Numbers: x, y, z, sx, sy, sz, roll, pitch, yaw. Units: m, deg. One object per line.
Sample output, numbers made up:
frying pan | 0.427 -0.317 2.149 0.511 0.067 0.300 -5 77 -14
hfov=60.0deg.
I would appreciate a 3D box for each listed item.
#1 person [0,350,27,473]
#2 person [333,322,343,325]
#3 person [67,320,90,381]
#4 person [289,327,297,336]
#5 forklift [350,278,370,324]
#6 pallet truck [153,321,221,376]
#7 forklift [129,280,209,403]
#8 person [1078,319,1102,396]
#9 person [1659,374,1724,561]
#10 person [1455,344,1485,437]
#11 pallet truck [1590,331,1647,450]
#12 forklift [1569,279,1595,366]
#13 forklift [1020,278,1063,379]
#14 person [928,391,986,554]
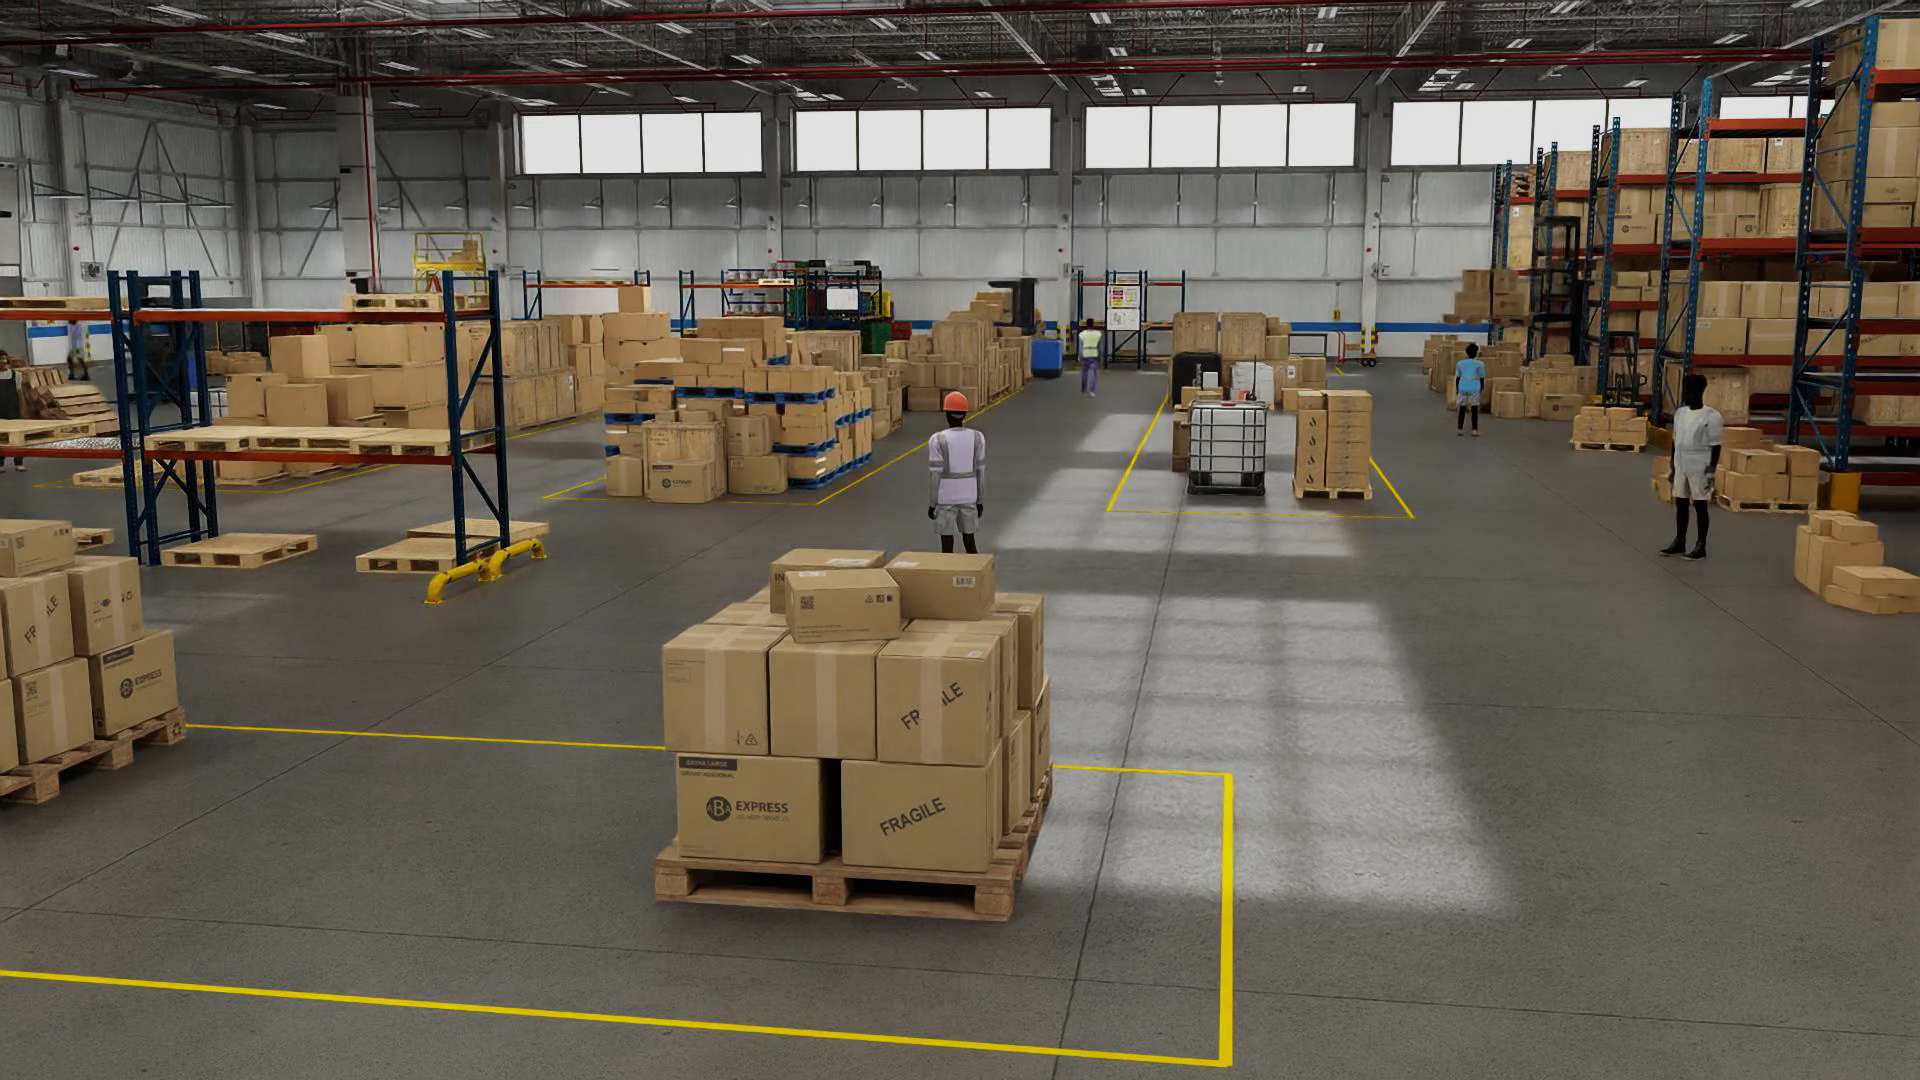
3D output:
person | -14.344 -1.930 25.002 0.506 1.846 0.345 -8 12 -40
person | -15.474 -4.632 41.443 0.666 1.916 0.474 -1 9 -5
person | -24.328 -5.305 45.622 0.568 1.903 0.794 6 11 33
person | -17.058 -4.669 42.696 0.515 1.584 0.910 1 9 6
forklift | -15.668 -5.475 43.681 1.873 2.768 1.129 -3 10 -19
pallet truck | -21.869 -5.598 47.154 0.823 1.965 1.885 4 10 26
forklift | -18.415 -4.621 38.413 1.129 2.768 1.873 1 9 6
person | 3.150 -4.426 40.346 0.607 1.857 1.030 -1 9 -8
person | 7.672 -0.761 17.422 0.365 1.963 0.610 -4 10 -21
person | 9.323 -2.735 30.418 0.538 1.695 0.320 6 11 32
pallet truck | 11.253 -2.573 28.499 0.823 1.965 1.885 5 10 27
forklift | 14.097 -4.506 37.702 1.873 2.768 1.129 1 9 9
forklift | 1.906 -5.919 46.419 1.873 2.768 1.129 1 9 9
person | -0.040 -0.385 15.186 0.552 1.937 0.356 -4 10 -22
